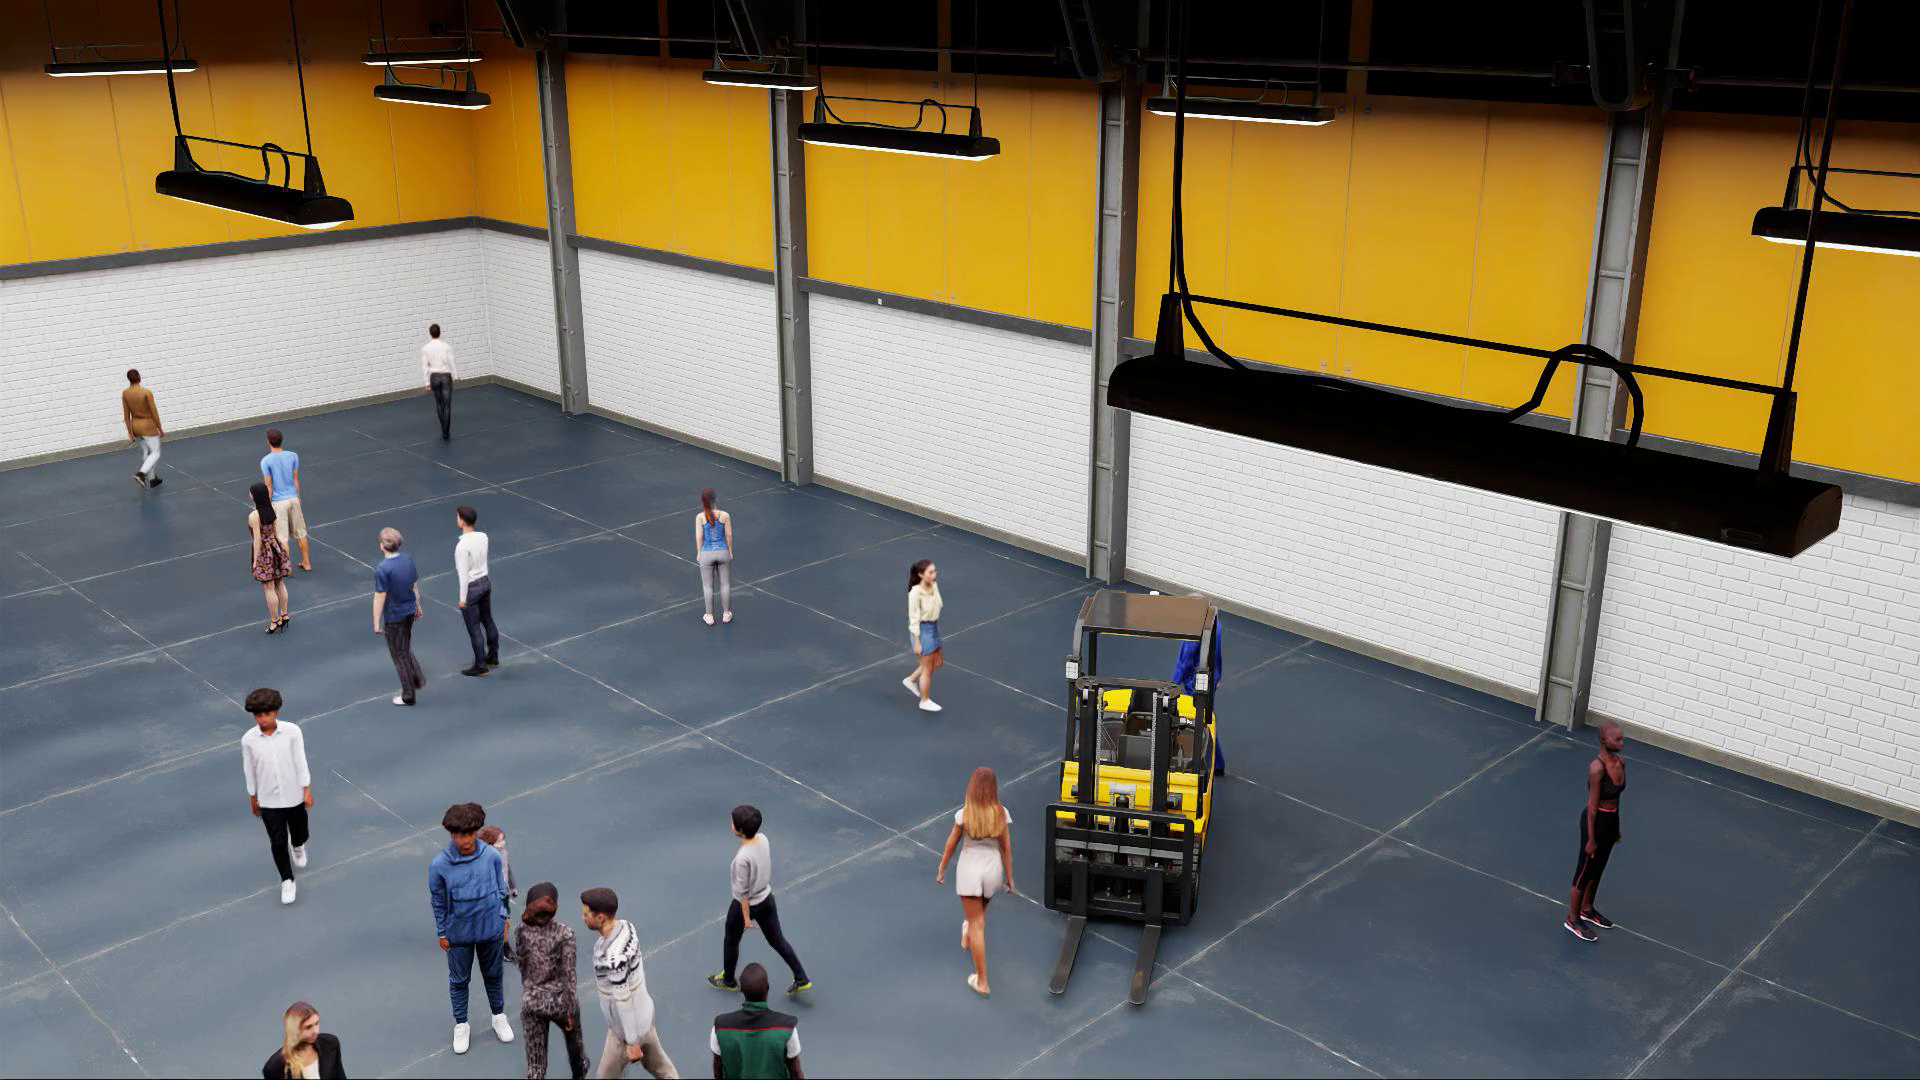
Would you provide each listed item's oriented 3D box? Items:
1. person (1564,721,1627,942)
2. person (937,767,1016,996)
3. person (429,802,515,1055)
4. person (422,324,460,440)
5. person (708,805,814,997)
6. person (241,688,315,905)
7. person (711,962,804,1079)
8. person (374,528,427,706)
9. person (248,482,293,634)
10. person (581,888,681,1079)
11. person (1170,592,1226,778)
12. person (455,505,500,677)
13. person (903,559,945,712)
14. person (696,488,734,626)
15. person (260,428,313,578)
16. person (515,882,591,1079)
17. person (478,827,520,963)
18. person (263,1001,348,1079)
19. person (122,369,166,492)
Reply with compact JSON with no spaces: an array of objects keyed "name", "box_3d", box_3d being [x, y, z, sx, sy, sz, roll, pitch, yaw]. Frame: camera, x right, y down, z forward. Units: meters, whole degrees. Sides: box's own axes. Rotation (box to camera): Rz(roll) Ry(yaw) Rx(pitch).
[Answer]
[{"name":"person","box_3d":[4.946,2.215,12.891,0.586,1.760,0.530,-16,24,-39]},{"name":"person","box_3d":[0.170,2.517,12.170,1.064,1.648,1.210,-5,19,-14]},{"name":"person","box_3d":[-3.378,2.654,11.516,0.742,1.804,0.697,-8,20,-23]},{"name":"person","box_3d":[-8.377,-2.523,26.854,1.142,1.826,1.255,-2,19,-5]},{"name":"person","box_3d":[-1.422,2.637,12.011,1.100,1.520,0.746,10,21,28]},{"name":"person","box_3d":[-5.489,2.006,13.451,0.847,1.798,1.007,-7,20,-20]},{"name":"person","box_3d":[-1.147,3.317,9.527,0.847,1.818,0.912,1,19,2]},{"name":"person","box_3d":[-5.642,0.788,16.976,0.799,1.855,0.826,7,20,19]},{"name":"person","box_3d":[-7.855,0.194,18.869,0.840,1.775,0.798,4,19,11]},{"name":"person","box_3d":[-1.989,3.020,10.424,1.235,1.808,1.192,-1,19,-3]},{"name":"person","box_3d":[2.295,1.363,15.370,1.055,1.791,0.847,13,22,33]},{"name":"person","box_3d":[-5.164,0.527,17.730,0.705,1.870,0.703,7,20,20]},{"name":"person","box_3d":[-0.413,0.951,16.863,0.799,1.620,0.737,11,21,29]},{"name":"person","box_3d":[-2.834,0.179,19.173,0.647,1.609,0.661,-5,19,-16]},{"name":"person","box_3d":[-8.417,-0.476,20.721,0.574,1.862,0.669,14,23,37]},{"name":"person","box_3d":[-2.656,3.039,10.596,1.165,1.663,1.119,3,19,9]},{"name":"person","box_3d":[-3.554,2.659,12.606,0.630,1.098,0.580,6,19,16]},{"name":"person","box_3d":[-3.787,3.375,9.628,0.588,1.642,0.997,-17,25,-42]},{"name":"person","box_3d":[-11.824,-1.562,24.044,1.039,1.799,1.056,2,19,6]}]
